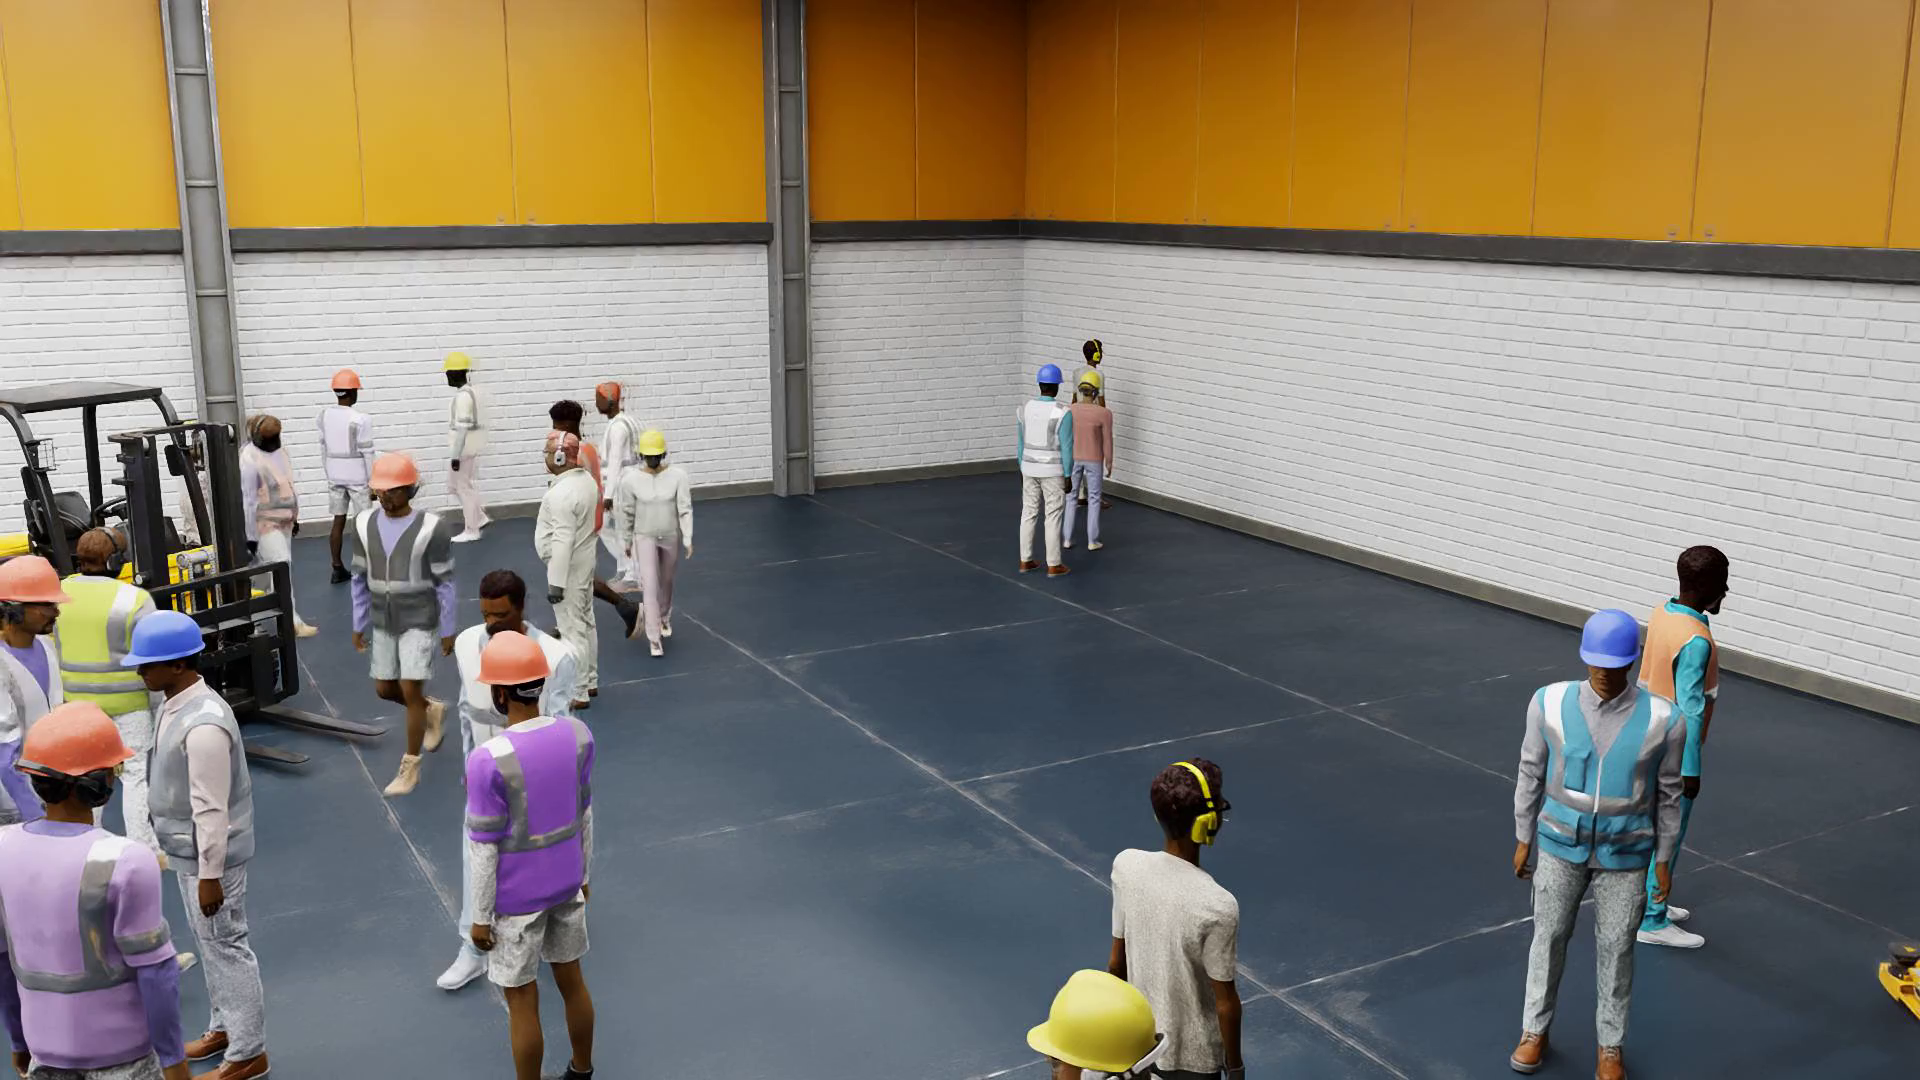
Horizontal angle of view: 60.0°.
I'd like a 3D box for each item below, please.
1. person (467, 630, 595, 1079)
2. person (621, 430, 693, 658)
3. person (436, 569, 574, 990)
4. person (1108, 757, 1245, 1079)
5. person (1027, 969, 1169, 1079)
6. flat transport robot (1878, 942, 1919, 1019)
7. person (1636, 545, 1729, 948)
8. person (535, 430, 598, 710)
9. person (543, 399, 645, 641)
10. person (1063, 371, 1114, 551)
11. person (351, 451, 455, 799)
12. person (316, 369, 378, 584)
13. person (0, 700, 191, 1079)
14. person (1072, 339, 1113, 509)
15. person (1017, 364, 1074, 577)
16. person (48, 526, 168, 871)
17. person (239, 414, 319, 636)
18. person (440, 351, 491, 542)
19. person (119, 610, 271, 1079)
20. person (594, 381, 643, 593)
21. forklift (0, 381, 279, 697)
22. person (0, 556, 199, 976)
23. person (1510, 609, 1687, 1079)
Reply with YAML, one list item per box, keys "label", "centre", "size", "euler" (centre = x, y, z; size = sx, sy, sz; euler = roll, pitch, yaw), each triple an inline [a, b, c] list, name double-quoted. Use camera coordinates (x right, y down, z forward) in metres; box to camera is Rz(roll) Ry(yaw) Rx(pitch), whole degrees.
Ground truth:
- label: "person"
  centre: [-1.610, 1.283, 6.218]
  size: [0.389, 1.930, 0.544]
  euler: [9, 15, 35]
- label: "person"
  centre: [-2.335, -0.018, 12.815]
  size: [0.522, 1.715, 0.913]
  euler: [-4, 13, -17]
- label: "person"
  centre: [-2.031, 1.056, 7.383]
  size: [0.615, 1.879, 0.861]
  euler: [4, 13, 17]
- label: "person"
  centre: [0.674, 1.563, 5.064]
  size: [0.328, 1.861, 0.513]
  euler: [-11, 16, -41]
- label: "person"
  centre: [0.319, 1.845, 3.805]
  size: [0.404, 1.830, 0.601]
  euler: [2, 12, 11]
- label: "flat transport robot"
  centre: [4.327, 2.021, 6.661]
  size: [0.652, 0.197, 1.431]
  euler: [2, 12, 7]
- label: "person"
  centre: [3.340, 0.956, 7.803]
  size: [0.392, 1.910, 0.587]
  euler: [2, 12, 9]
- label: "person"
  centre: [-2.675, 0.203, 11.319]
  size: [0.410, 1.913, 0.643]
  euler: [0, 12, 2]
- label: "person"
  centre: [-2.868, -0.126, 12.819]
  size: [0.815, 1.933, 0.624]
  euler: [0, 12, 0]
- label: "person"
  centre: [1.241, -0.767, 16.240]
  size: [0.532, 1.756, 0.339]
  euler: [4, 13, 18]
- label: "person"
  centre: [-3.267, 0.456, 9.866]
  size: [0.619, 2.028, 0.765]
  euler: [3, 12, 12]
- label: "person"
  centre: [-5.426, -0.557, 14.838]
  size: [0.545, 1.931, 0.373]
  euler: [3, 12, 14]
- label: "person"
  centre: [-2.600, 1.478, 5.027]
  size: [0.611, 2.042, 0.395]
  euler: [3, 12, 13]
- label: "person"
  centre: [1.449, -1.275, 18.336]
  size: [0.327, 1.874, 0.520]
  euler: [-10, 15, -38]
- label: "person"
  centre: [0.788, -0.635, 15.194]
  size: [0.604, 1.938, 0.425]
  euler: [9, 15, 37]
- label: "person"
  centre: [-4.347, 0.835, 8.557]
  size: [0.626, 1.833, 0.429]
  euler: [1, 12, 7]
- label: "person"
  centre: [-5.502, -0.111, 13.044]
  size: [0.714, 1.808, 0.653]
  euler: [0, 12, 1]
- label: "person"
  centre: [-4.965, -0.923, 16.566]
  size: [0.410, 1.914, 0.618]
  euler: [-3, 12, -13]
- label: "person"
  centre: [-2.989, 1.211, 6.532]
  size: [0.419, 1.939, 0.612]
  euler: [-8, 14, -33]
- label: "person"
  centre: [-2.994, -0.449, 14.470]
  size: [0.472, 1.867, 0.605]
  euler: [-4, 13, -17]
- label: "forklift"
  centre: [-5.853, 0.085, 11.199]
  size: [2.313, 2.155, 1.214]
  euler: [7, 14, 28]
- label: "person"
  centre: [-3.877, 1.059, 7.103]
  size: [1.066, 1.982, 0.623]
  euler: [1, 12, 5]
- label: "person"
  centre: [2.491, 1.204, 6.542]
  size: [0.615, 1.943, 0.409]
  euler: [5, 13, 24]
